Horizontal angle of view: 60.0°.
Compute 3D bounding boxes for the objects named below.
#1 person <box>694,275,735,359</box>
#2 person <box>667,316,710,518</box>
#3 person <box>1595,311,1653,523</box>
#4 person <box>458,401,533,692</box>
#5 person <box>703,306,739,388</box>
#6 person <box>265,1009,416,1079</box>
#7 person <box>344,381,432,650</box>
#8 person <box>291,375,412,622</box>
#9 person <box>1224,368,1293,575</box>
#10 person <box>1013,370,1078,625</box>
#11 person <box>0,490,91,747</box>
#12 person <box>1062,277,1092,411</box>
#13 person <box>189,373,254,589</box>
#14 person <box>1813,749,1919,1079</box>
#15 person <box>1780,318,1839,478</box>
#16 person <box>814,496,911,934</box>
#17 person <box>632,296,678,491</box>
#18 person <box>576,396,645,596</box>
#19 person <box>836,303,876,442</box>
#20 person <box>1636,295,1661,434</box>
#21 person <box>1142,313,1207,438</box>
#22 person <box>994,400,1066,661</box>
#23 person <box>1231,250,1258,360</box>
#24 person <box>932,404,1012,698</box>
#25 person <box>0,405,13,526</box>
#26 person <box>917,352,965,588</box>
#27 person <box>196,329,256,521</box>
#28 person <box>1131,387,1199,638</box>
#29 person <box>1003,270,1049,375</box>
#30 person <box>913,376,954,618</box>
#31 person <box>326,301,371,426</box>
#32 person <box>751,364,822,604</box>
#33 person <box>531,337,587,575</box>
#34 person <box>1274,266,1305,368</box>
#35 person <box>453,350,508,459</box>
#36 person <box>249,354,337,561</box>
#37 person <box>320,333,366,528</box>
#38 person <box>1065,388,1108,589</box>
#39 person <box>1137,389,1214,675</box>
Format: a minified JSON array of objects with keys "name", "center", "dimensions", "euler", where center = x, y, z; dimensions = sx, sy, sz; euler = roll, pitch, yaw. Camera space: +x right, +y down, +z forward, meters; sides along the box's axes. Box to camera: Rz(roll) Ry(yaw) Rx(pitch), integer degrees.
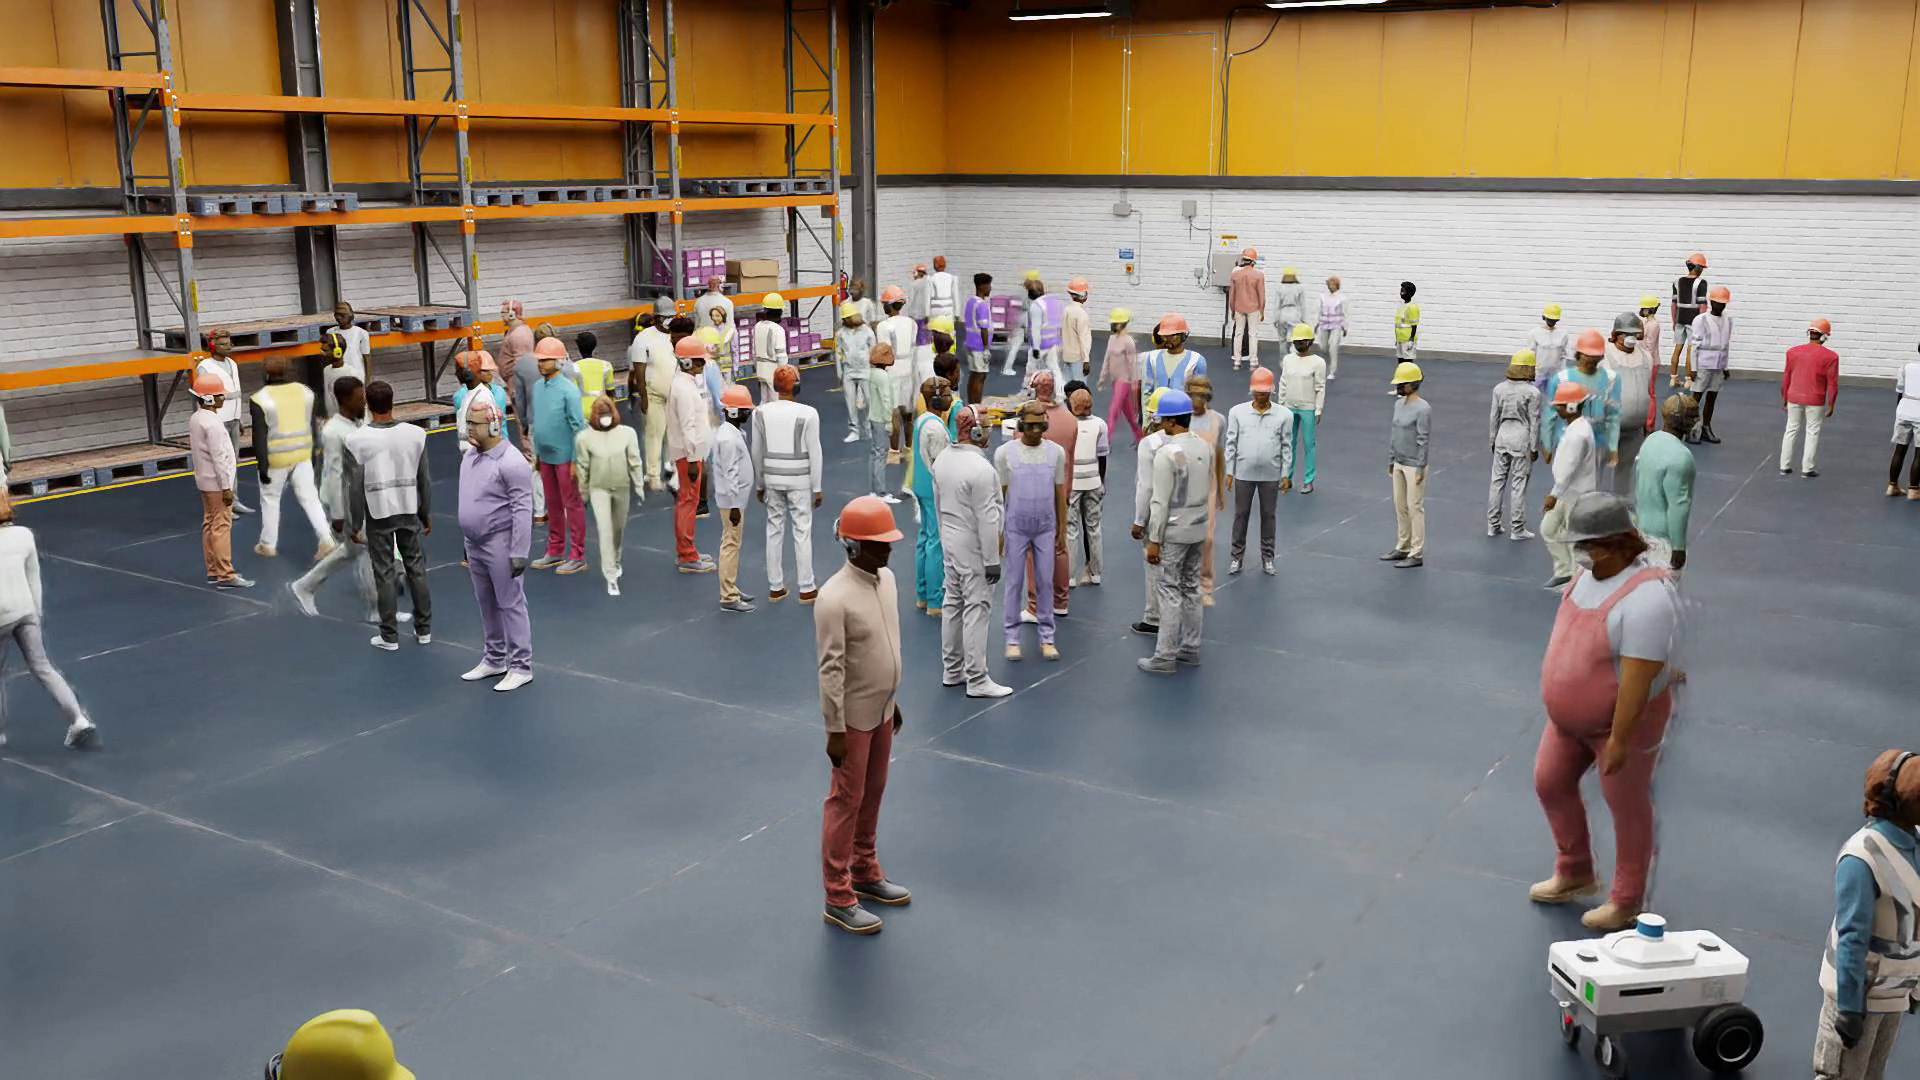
[{"name":"person","center":[-3.322,-2.658,22.681],"dimensions":[0.662,1.895,0.405],"euler":[9,16,33]},{"name":"person","center":[-2.626,-1.189,16.128],"dimensions":[0.365,1.962,0.614],"euler":[-3,13,-13]},{"name":"person","center":[6.286,-1.155,15.817],"dimensions":[0.677,2.000,0.536],"euler":[-2,13,-10]},{"name":"person","center":[-3.080,0.036,10.932],"dimensions":[0.654,1.911,0.408],"euler":[11,17,40]},{"name":"person","center":[-3.025,-2.126,20.908],"dimensions":[0.514,1.641,0.307],"euler":[2,13,7]},{"name":"person","center":[-1.288,1.818,3.545],"dimensions":[0.339,1.761,0.524],"euler":[-1,13,-3]},{"name":"person","center":[-4.037,-0.170,11.816],"dimensions":[0.590,1.916,0.386],"euler":[-10,16,-37]},{"name":"person","center":[-4.619,-0.298,12.425],"dimensions":[0.824,1.893,0.589],"euler":[-1,13,-6]},{"name":"person","center":[2.493,-0.573,13.925],"dimensions":[0.560,1.750,0.328],"euler":[2,13,7]},{"name":"person","center":[0.595,-0.322,12.497],"dimensions":[0.401,1.906,0.650],"euler":[11,17,40]},{"name":"person","center":[-5.560,0.459,9.785],"dimensions":[0.816,1.602,0.513],"euler":[4,14,18]},{"name":"person","center":[1.467,-2.268,20.739],"dimensions":[0.375,1.997,0.612],"euler":[-5,14,-20]},{"name":"person","center":[-6.033,-0.482,13.525],"dimensions":[0.329,1.751,0.563],"euler":[-11,17,-39]},{"name":"person","center":[2.944,1.457,5.363],"dimensions":[0.514,1.642,0.310],"euler":[-11,17,-39]},{"name":"person","center":[9.297,-1.554,18.206],"dimensions":[0.350,1.739,0.577],"euler":[-12,18,-43]},{"name":"person","center":[-0.428,0.773,7.552],"dimensions":[0.396,1.992,0.622],"euler":[6,14,23]},{"name":"person","center":[-3.059,-1.547,17.515],"dimensions":[0.682,2.000,0.537],"euler":[-10,17,-38]},{"name":"person","center":[-2.866,-0.408,13.578],"dimensions":[0.507,1.595,0.844],"euler":[-5,14,-22]},{"name":"person","center":[-1.247,-2.045,20.371],"dimensions":[0.544,1.723,0.438],"euler":[2,13,8]},{"name":"person","center":[8.684,-2.221,21.070],"dimensions":[0.349,1.758,0.522],"euler":[4,13,15]},{"name":"person","center":[1.990,-1.111,15.619],"dimensions":[0.614,2.041,0.390],"euler":[7,15,29]},{"name":"person","center":[0.488,-0.063,11.536],"dimensions":[0.503,1.838,0.354],"euler":[-2,13,-10]},{"name":"person","center":[4.900,-4.062,28.705],"dimensions":[0.377,1.912,0.592],"euler":[-8,15,-30]},{"name":"person","center":[0.088,0.068,10.804],"dimensions":[0.407,1.910,0.639],"euler":[-7,15,-29]},{"name":"person","center":[-8.552,-0.651,14.500],"dimensions":[0.514,1.644,0.311],"euler":[-9,16,-36]},{"name":"person","center":[-0.141,-0.557,13.537],"dimensions":[0.390,1.897,0.591],"euler":[-9,16,-35]},{"name":"person","center":[-7.145,-1.122,16.101],"dimensions":[0.372,1.843,0.570],"euler":[1,13,4]},{"name":"person","center":[1.482,-0.203,12.147],"dimensions":[0.601,1.828,0.404],"euler":[-10,16,-36]},{"name":"person","center":[1.098,-3.495,26.750],"dimensions":[0.944,1.691,0.490],"euler":[-8,15,-31]},{"name":"person","center":[-0.181,-0.329,12.664],"dimensions":[0.345,1.846,0.508],"euler":[-4,14,-18]},{"name":"person","center":[-7.015,-1.814,19.099],"dimensions":[0.507,1.847,0.343],"euler":[0,13,0]},{"name":"person","center":[-1.344,-0.432,13.027],"dimensions":[0.575,1.882,0.360],"euler":[4,14,18]},{"name":"person","center":[-3.384,-0.707,13.968],"dimensions":[0.613,1.997,0.383],"euler":[12,17,41]},{"name":"person","center":[5.389,-3.627,27.239],"dimensions":[0.502,1.711,0.757],"euler":[2,13,10]},{"name":"person","center":[-4.298,-0.840,15.069],"dimensions":[0.331,1.755,0.563],"euler":[9,16,33]},{"name":"person","center":[-5.806,-0.707,14.425],"dimensions":[0.927,1.803,0.644],"euler":[10,16,38]},{"name":"person","center":[-5.763,-1.006,15.560],"dimensions":[0.512,1.866,0.330],"euler":[8,15,32]},{"name":"person","center":[0.966,-0.421,13.510],"dimensions":[0.521,1.639,0.311],"euler":[-5,14,-22]},{"name":"person","center":[1.467,-0.052,11.271],"dimensions":[0.421,1.936,0.611],"euler":[11,17,39]}]
